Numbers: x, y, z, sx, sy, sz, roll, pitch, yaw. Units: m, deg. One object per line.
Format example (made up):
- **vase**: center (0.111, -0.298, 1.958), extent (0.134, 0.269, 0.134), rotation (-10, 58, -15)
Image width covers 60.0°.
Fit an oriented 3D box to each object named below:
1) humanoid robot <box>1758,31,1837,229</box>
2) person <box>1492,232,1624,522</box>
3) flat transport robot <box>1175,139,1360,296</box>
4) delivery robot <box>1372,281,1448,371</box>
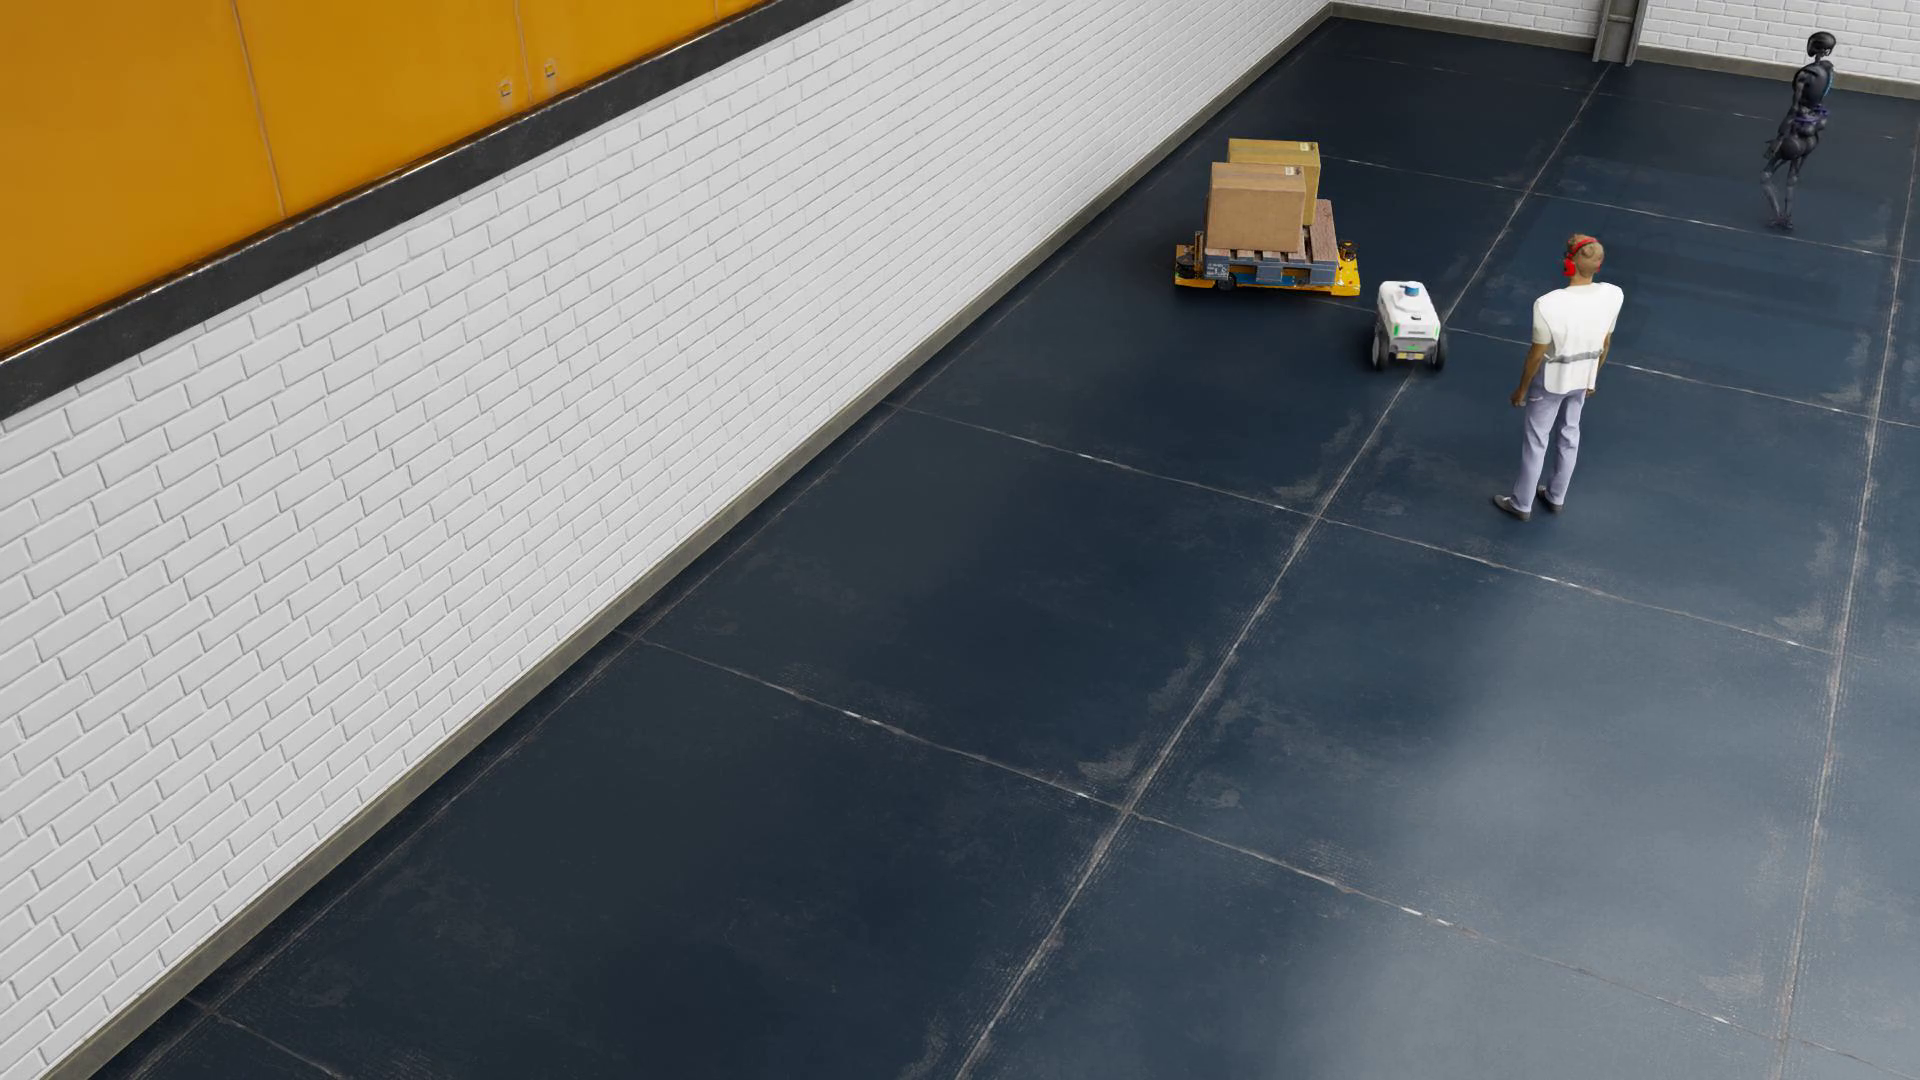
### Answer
- **humanoid robot**: center (6.921, -3.363, 13.710), extent (0.602, 1.648, 0.346), rotation (-25, 41, -32)
- **person**: center (3.593, -0.944, 9.966), extent (0.564, 1.849, 0.391), rotation (-10, 35, -15)
- **flat transport robot**: center (2.442, -2.198, 13.248), extent (1.431, 0.231, 0.659), rotation (4, 34, 6)
- **delivery robot**: center (3.251, -1.557, 12.055), extent (0.514, 0.614, 0.786), rotation (2, 34, 2)
